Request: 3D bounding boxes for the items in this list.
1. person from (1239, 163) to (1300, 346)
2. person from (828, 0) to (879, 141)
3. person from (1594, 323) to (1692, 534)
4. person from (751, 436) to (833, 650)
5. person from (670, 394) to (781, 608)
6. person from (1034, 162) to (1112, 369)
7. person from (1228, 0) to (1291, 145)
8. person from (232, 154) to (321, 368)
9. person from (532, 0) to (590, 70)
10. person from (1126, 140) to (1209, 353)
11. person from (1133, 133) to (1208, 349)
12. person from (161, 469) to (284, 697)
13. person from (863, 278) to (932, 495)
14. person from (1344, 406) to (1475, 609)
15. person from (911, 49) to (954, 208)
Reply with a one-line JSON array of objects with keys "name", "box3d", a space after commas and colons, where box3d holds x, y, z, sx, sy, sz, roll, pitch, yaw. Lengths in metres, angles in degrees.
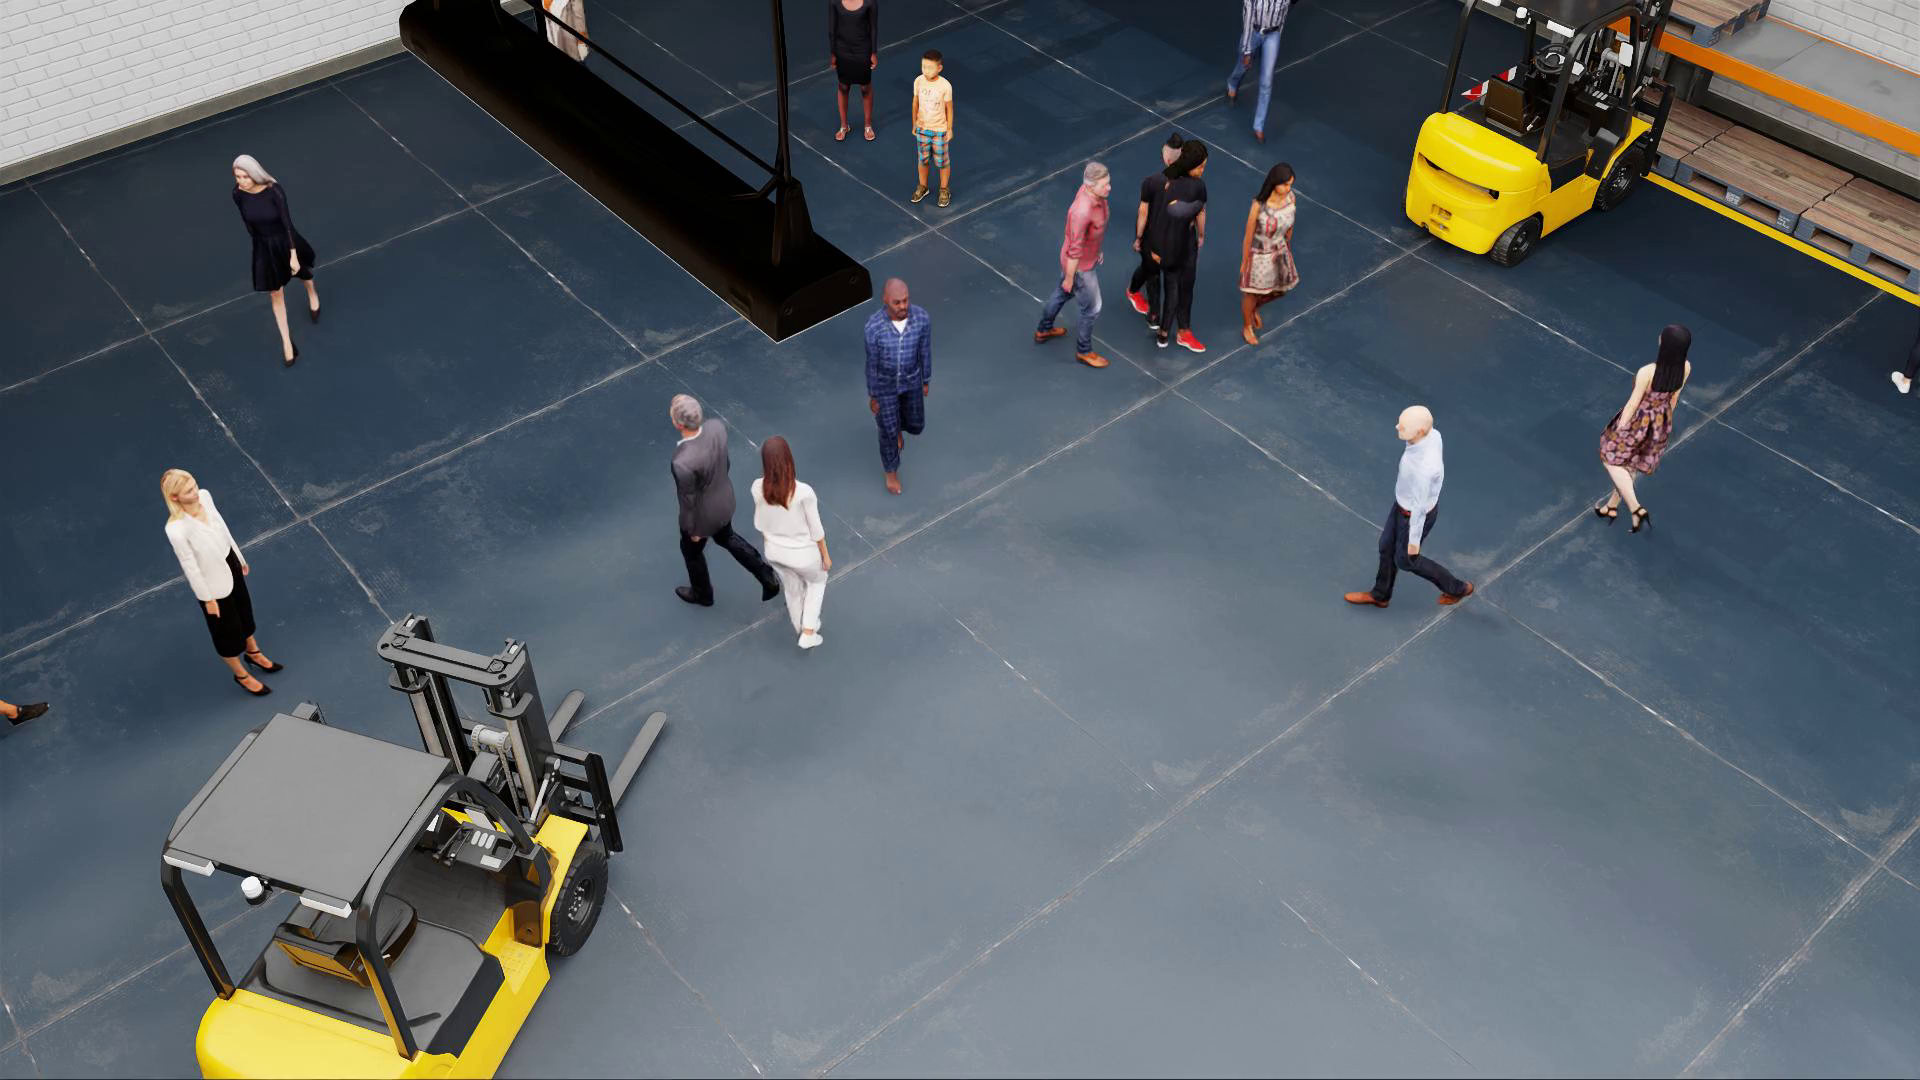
[{"name": "person", "box3d": [2.412, -2.336, 13.323, 0.750, 1.632, 0.767, -15, 46, -15]}, {"name": "person", "box3d": [-0.993, -4.578, 15.613, 0.678, 1.719, 0.725, 1, 44, 1]}, {"name": "person", "box3d": [4.757, -0.710, 11.523, 0.801, 1.762, 0.934, -14, 45, -14]}, {"name": "person", "box3d": [-1.103, 0.113, 10.732, 0.791, 1.661, 0.873, 14, 45, 15]}, {"name": "person", "box3d": [-1.610, -0.189, 10.940, 1.138, 1.812, 0.954, 19, 47, 19]}, {"name": "person", "box3d": [0.889, -2.204, 13.066, 1.064, 1.795, 0.974, 6, 44, 7]}, {"name": "person", "box3d": [2.794, -4.732, 15.757, 1.072, 1.744, 1.244, -2, 44, -2]}, {"name": "person", "box3d": [-5.402, -2.340, 13.285, 1.005, 1.691, 1.204, -4, 44, -4]}, {"name": "person", "box3d": [-3.734, -4.867, 15.803, 0.786, 1.876, 0.886, 12, 45, 13]}, {"name": "person", "box3d": [1.619, -2.448, 13.352, 0.805, 1.755, 1.254, -23, 48, -22]}, {"name": "person", "box3d": [1.645, -2.324, 13.149, 0.861, 1.855, 0.910, 1, 44, 1]}, {"name": "person", "box3d": [-4.647, 0.261, 10.432, 0.732, 1.860, 0.667, 2, 44, 3]}, {"name": "person", "box3d": [-0.493, -1.190, 11.998, 0.835, 1.800, 0.953, -10, 45, -11]}, {"name": "person", "box3d": [3.072, -0.149, 10.942, 1.145, 1.750, 1.052, 7, 44, 7]}, {"name": "person", "box3d": [-0.242, -3.697, 14.875, 0.570, 1.461, 0.666, 13, 45, 13]}]
